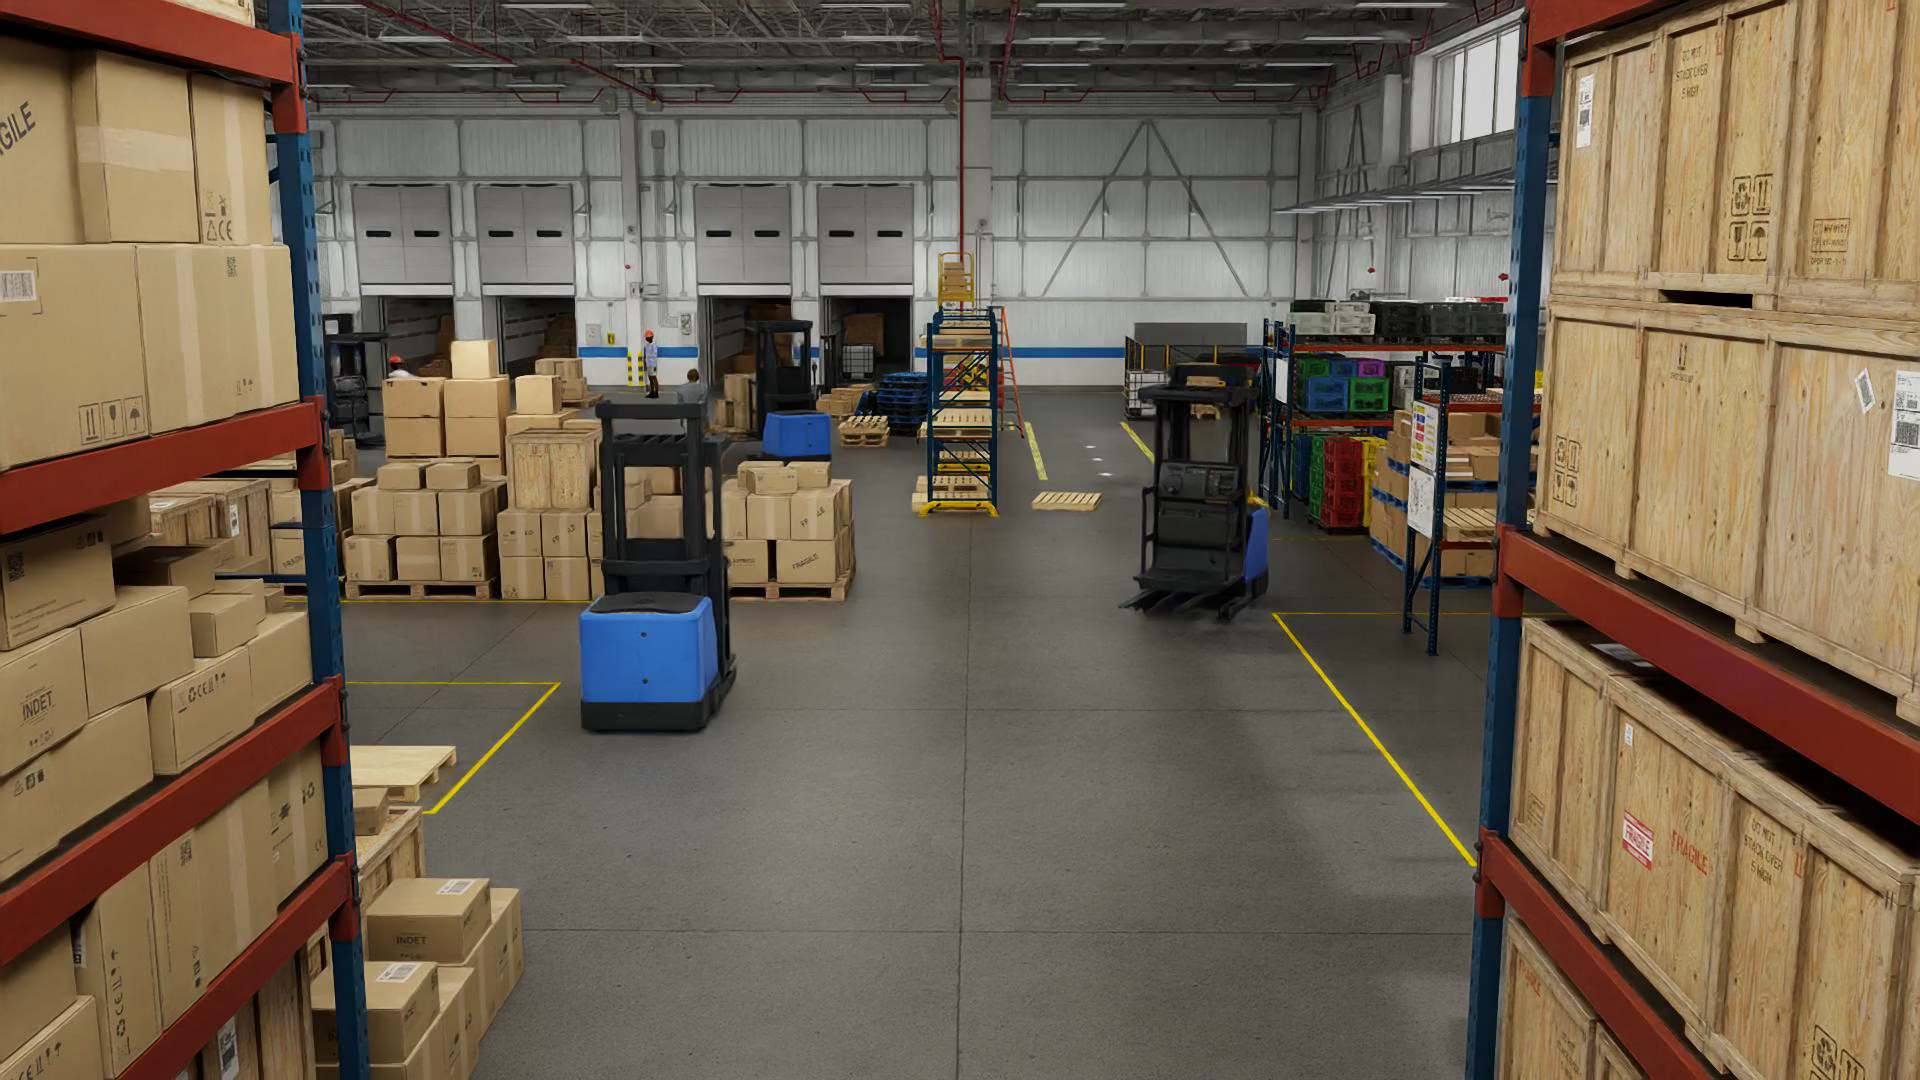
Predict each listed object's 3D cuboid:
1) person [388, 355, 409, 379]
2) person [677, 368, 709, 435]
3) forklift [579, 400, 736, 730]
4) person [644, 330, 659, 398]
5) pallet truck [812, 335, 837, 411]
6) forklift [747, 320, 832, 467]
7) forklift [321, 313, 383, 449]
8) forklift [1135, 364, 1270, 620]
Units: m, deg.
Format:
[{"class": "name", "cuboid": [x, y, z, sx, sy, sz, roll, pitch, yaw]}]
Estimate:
[{"class": "person", "cuboid": [-12.300, -3.112, 36.513, 0.986, 1.896, 0.543, 7, 12, 37]}, {"class": "person", "cuboid": [-5.094, -2.318, 31.811, 0.628, 1.931, 0.358, 2, 10, 14]}, {"class": "forklift", "cuboid": [-2.722, 0.141, 14.888, 1.129, 2.768, 1.873, 0, 10, 1]}, {"class": "person", "cuboid": [-8.777, -4.984, 47.206, 0.389, 1.930, 0.544, -8, 12, -37]}, {"class": "pallet truck", "cuboid": [-3.021, -4.312, 43.126, 1.885, 1.965, 0.823, 3, 10, 17]}, {"class": "forklift", "cuboid": [-3.285, -2.819, 31.965, 1.129, 2.768, 1.873, -5, 11, -25]}, {"class": "forklift", "cuboid": [-13.290, -3.411, 35.384, 1.873, 2.768, 1.129, 4, 10, 20]}, {"class": "forklift", "cuboid": [2.907, -0.646, 19.429, 1.129, 2.768, 1.873, 5, 11, 25]}]
